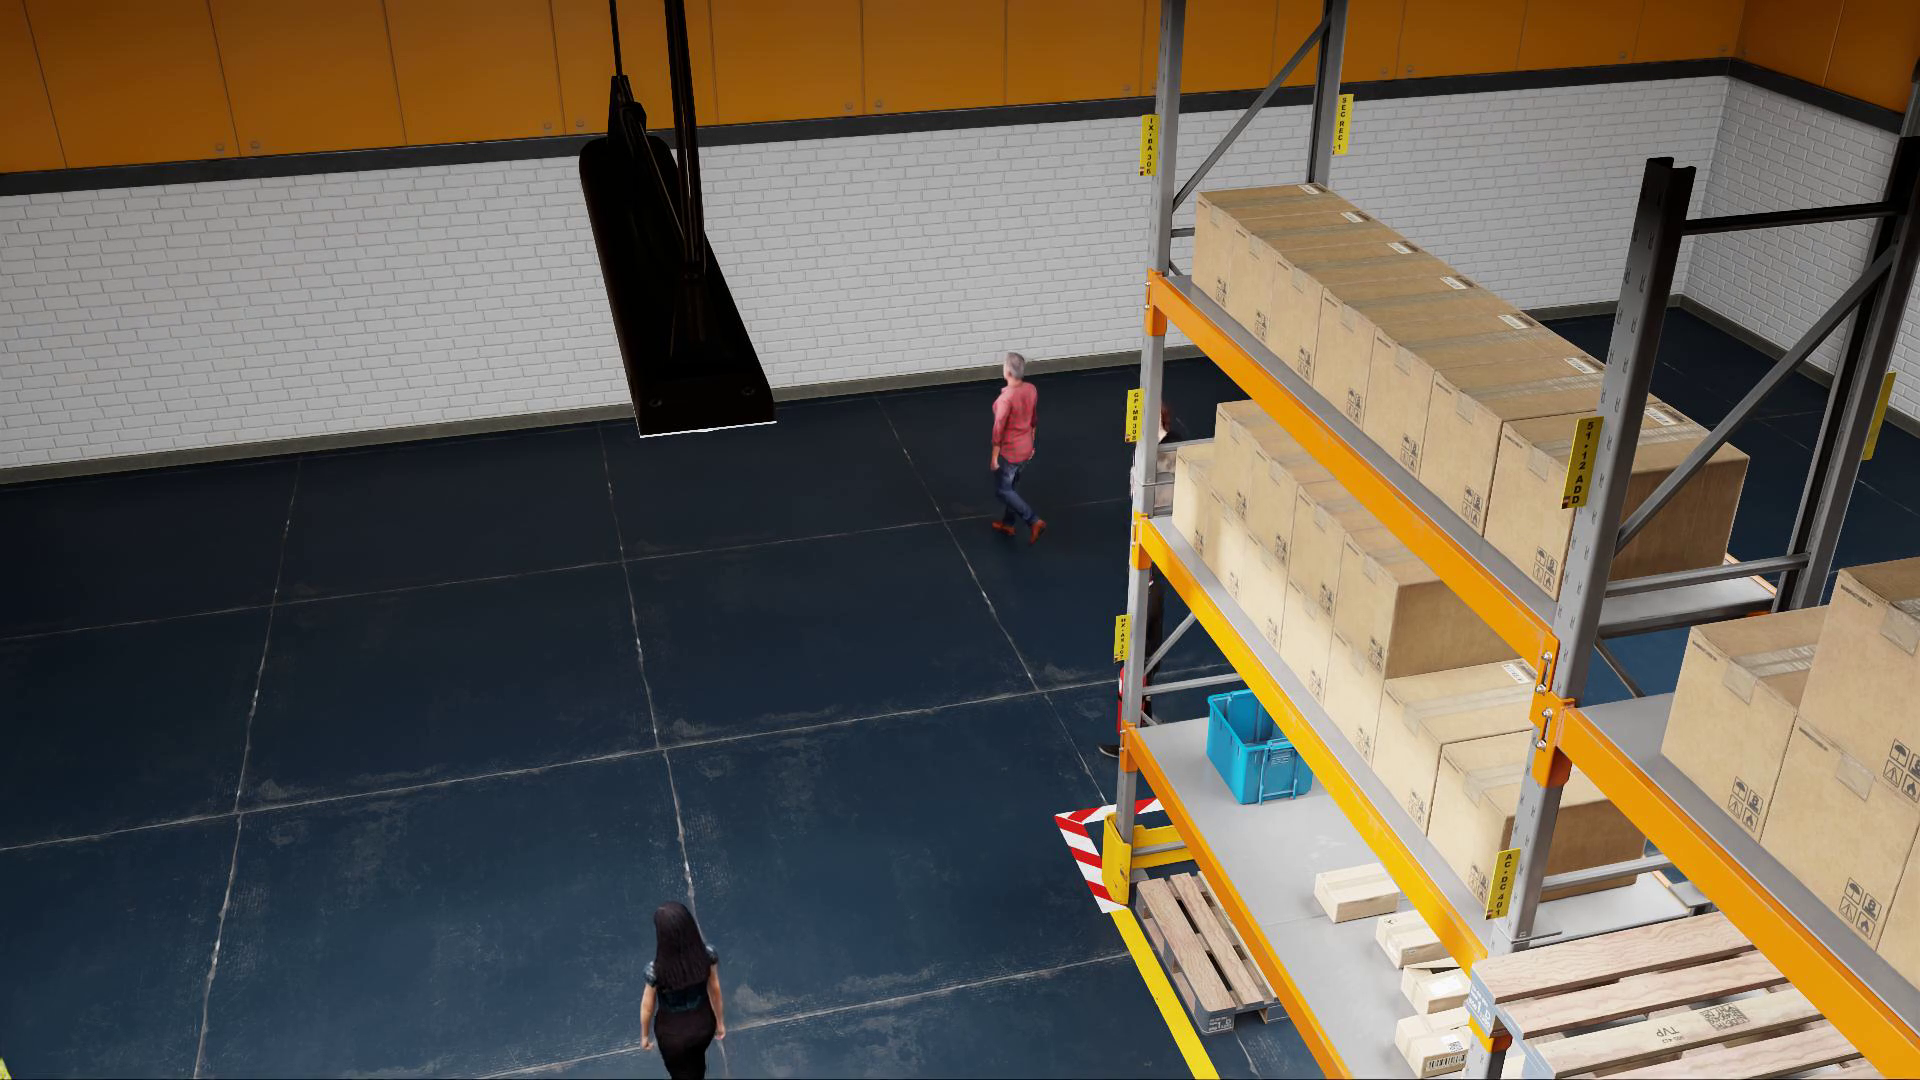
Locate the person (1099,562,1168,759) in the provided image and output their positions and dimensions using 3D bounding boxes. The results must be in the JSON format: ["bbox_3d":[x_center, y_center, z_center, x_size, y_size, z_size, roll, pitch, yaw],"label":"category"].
[{"bbox_3d":[1.368,0.896,11.911,0.998,1.786,1.001,9,30,16],"label":"person"}]

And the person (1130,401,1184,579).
[{"bbox_3d":[1.715,-0.476,14.538,0.888,1.679,1.022,7,29,12],"label":"person"}]

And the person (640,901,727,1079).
[{"bbox_3d":[-1.424,2.658,8.766,0.732,1.703,0.984,-15,32,-25],"label":"person"}]

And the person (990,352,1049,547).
[{"bbox_3d":[0.540,-0.781,14.954,1.126,1.815,1.014,22,36,35],"label":"person"}]
